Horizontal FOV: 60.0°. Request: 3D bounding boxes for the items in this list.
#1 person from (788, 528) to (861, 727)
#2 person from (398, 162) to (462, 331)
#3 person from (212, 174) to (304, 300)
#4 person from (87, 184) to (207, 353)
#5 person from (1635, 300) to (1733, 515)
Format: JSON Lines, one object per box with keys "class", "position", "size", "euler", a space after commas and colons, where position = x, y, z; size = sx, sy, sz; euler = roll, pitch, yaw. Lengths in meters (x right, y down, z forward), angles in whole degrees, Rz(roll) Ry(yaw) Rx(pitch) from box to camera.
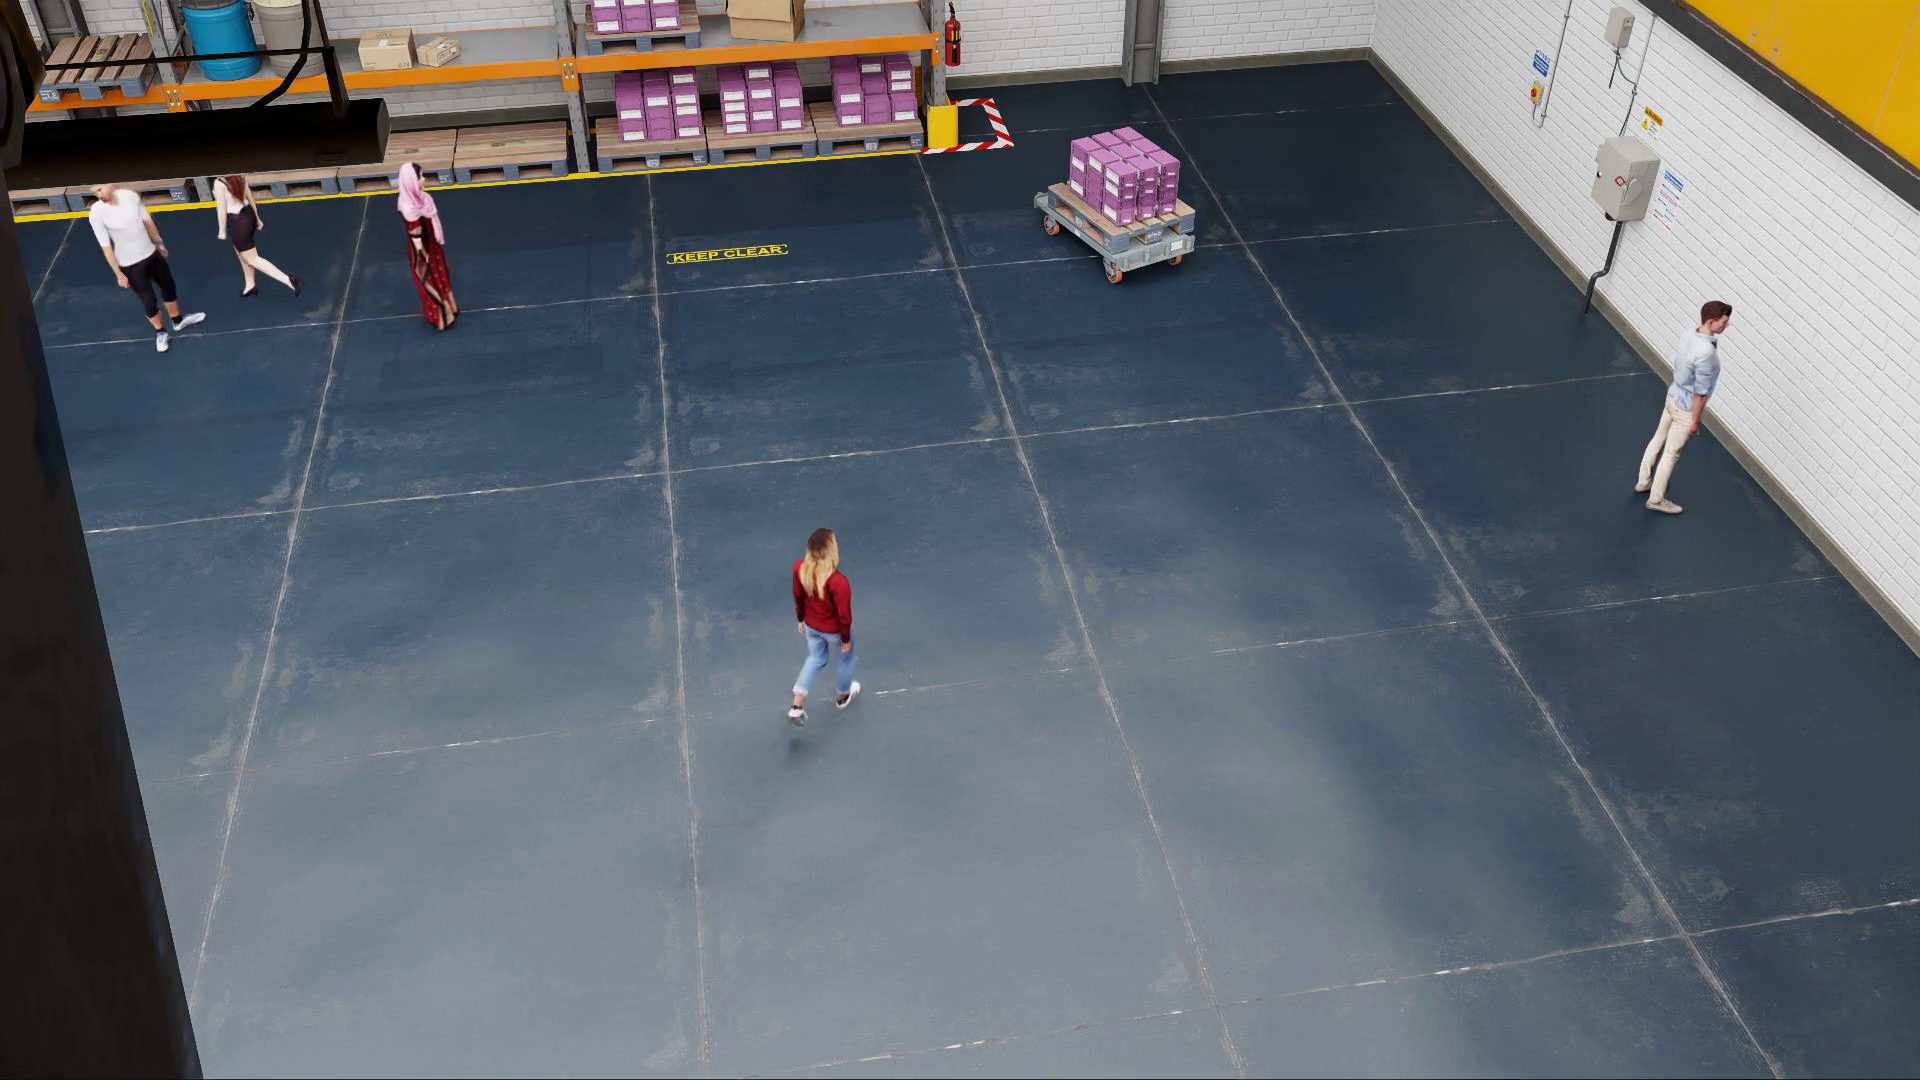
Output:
{"class": "person", "position": [-0.937, 0.624, 11.235], "size": [0.966, 1.617, 0.984], "euler": [19, 42, 22]}
{"class": "person", "position": [-4.974, -2.731, 15.421], "size": [0.672, 1.635, 0.716], "euler": [1, 39, 1]}
{"class": "person", "position": [-6.693, -2.936, 15.686], "size": [1.061, 1.625, 0.762], "euler": [7, 39, 9]}
{"class": "person", "position": [-7.428, -2.573, 15.083], "size": [0.914, 1.811, 0.913], "euler": [12, 40, 15]}
{"class": "person", "position": [5.730, -1.079, 13.184], "size": [0.633, 1.847, 0.696], "euler": [2, 39, 2]}
